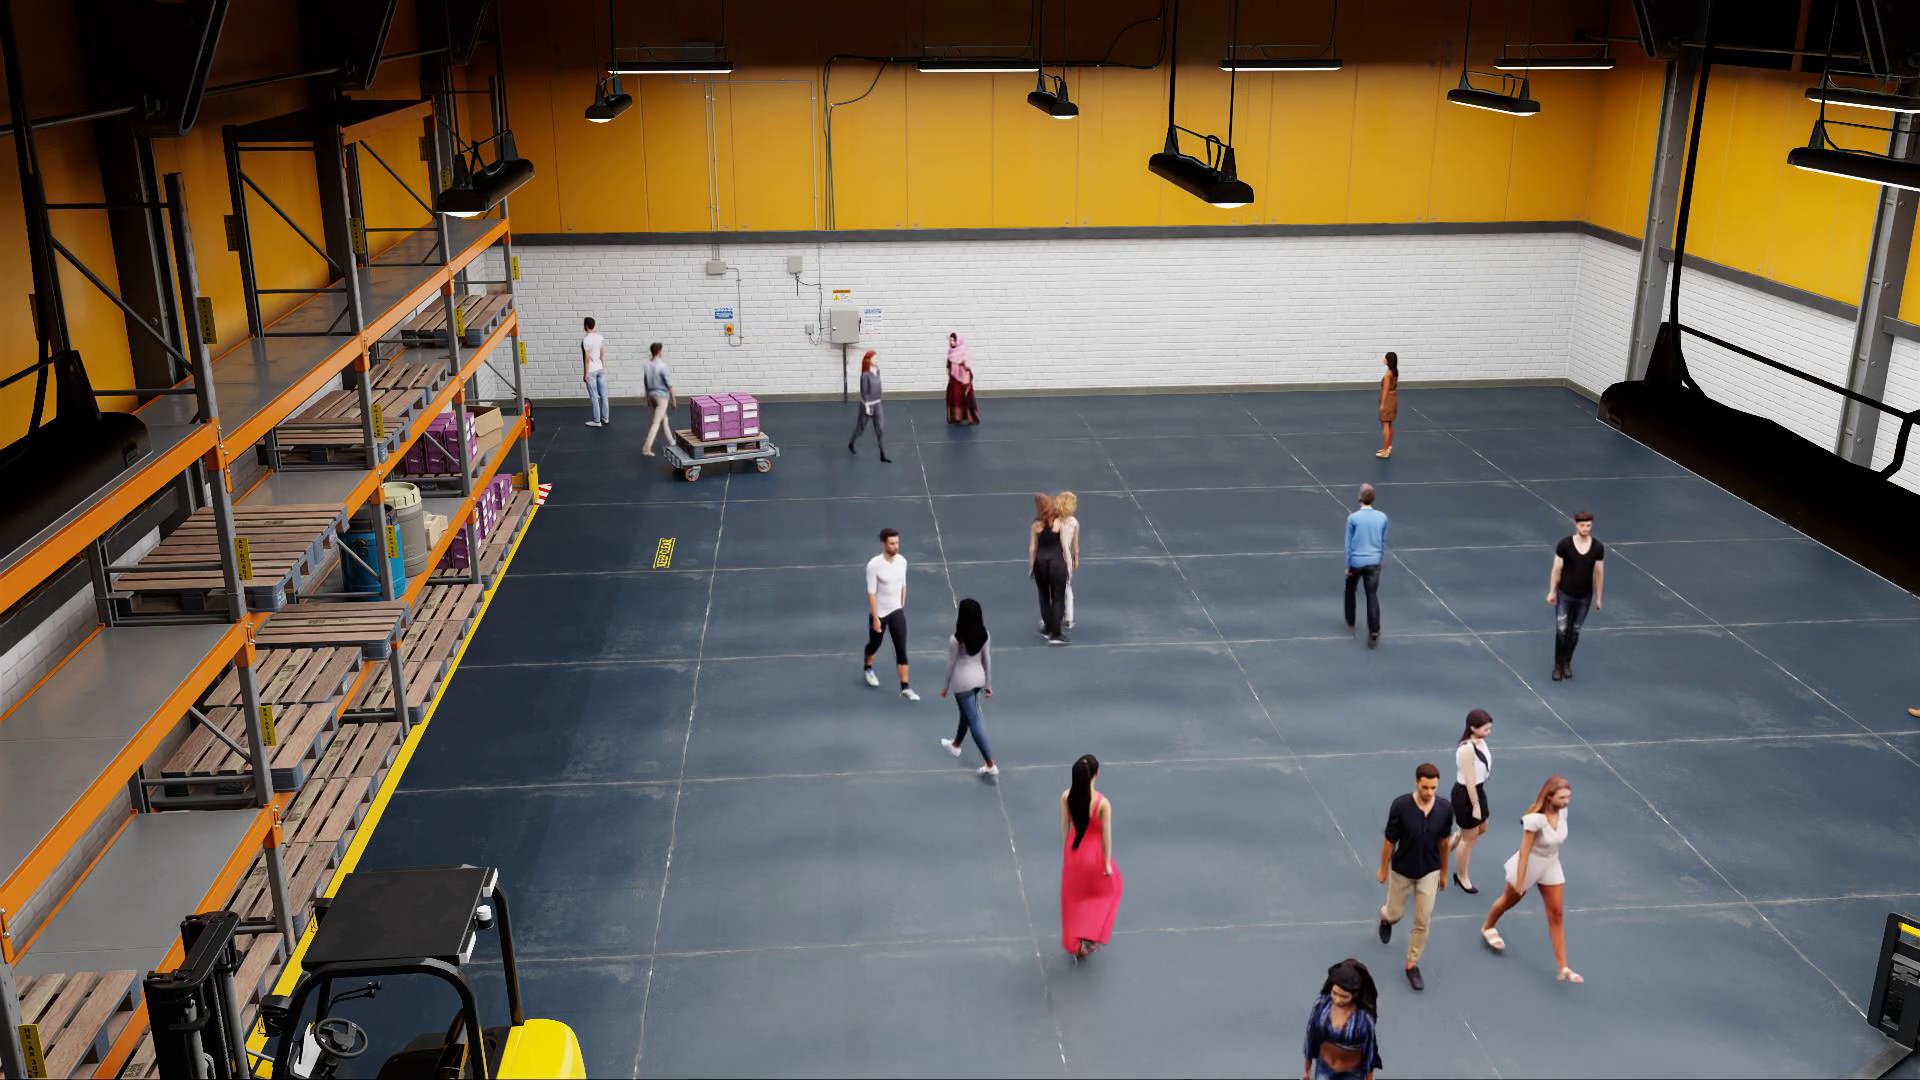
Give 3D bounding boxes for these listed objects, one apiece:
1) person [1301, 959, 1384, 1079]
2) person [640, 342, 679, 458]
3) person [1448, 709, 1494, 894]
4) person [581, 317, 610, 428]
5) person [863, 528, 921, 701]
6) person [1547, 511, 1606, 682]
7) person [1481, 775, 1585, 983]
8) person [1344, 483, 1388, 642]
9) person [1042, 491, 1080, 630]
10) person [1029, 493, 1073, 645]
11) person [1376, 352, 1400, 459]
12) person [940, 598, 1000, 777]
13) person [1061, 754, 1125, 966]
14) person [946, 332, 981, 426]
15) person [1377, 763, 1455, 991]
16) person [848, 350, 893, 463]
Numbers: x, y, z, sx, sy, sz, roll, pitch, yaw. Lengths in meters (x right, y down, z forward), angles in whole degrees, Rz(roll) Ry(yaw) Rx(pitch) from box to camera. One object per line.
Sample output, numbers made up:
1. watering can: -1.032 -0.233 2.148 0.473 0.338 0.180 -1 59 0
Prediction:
1. person: 2.407 3.285 10.359 0.726 1.611 0.789 16 25 40
2. person: -4.822 -2.179 26.284 1.168 1.803 1.298 12 22 32
3. person: 4.120 2.135 13.735 0.784 1.635 0.732 11 22 30
4. person: -6.214 -2.867 28.252 0.790 1.850 0.679 9 21 26
5. person: -0.835 0.754 17.565 1.030 1.810 1.311 -11 22 -30
6. person: 6.648 0.558 18.026 0.797 1.886 0.820 3 19 10
7. person: 4.324 2.503 12.662 0.856 1.623 1.249 -8 20 -23
8. person: 4.655 0.278 19.012 0.734 1.786 1.170 1 19 3
9. person: 1.123 0.244 19.323 0.666 1.653 0.648 -10 21 -28
10. person: 1.033 0.335 18.960 0.753 1.712 0.770 6 20 18
11. person: 6.797 -2.154 26.390 0.698 1.687 0.601 9 21 26
12. person: 0.138 1.429 15.739 1.029 1.695 1.209 -13 22 -33
13. person: 0.920 2.469 12.624 0.792 1.712 0.861 10 21 28
14. person: -0.001 -2.749 28.268 0.874 1.616 0.930 15 24 37
15. person: 3.402 2.445 12.509 0.736 1.831 0.973 1 19 4
16. person: -1.471 -2.092 26.120 1.067 1.742 1.190 -17 25 -42
